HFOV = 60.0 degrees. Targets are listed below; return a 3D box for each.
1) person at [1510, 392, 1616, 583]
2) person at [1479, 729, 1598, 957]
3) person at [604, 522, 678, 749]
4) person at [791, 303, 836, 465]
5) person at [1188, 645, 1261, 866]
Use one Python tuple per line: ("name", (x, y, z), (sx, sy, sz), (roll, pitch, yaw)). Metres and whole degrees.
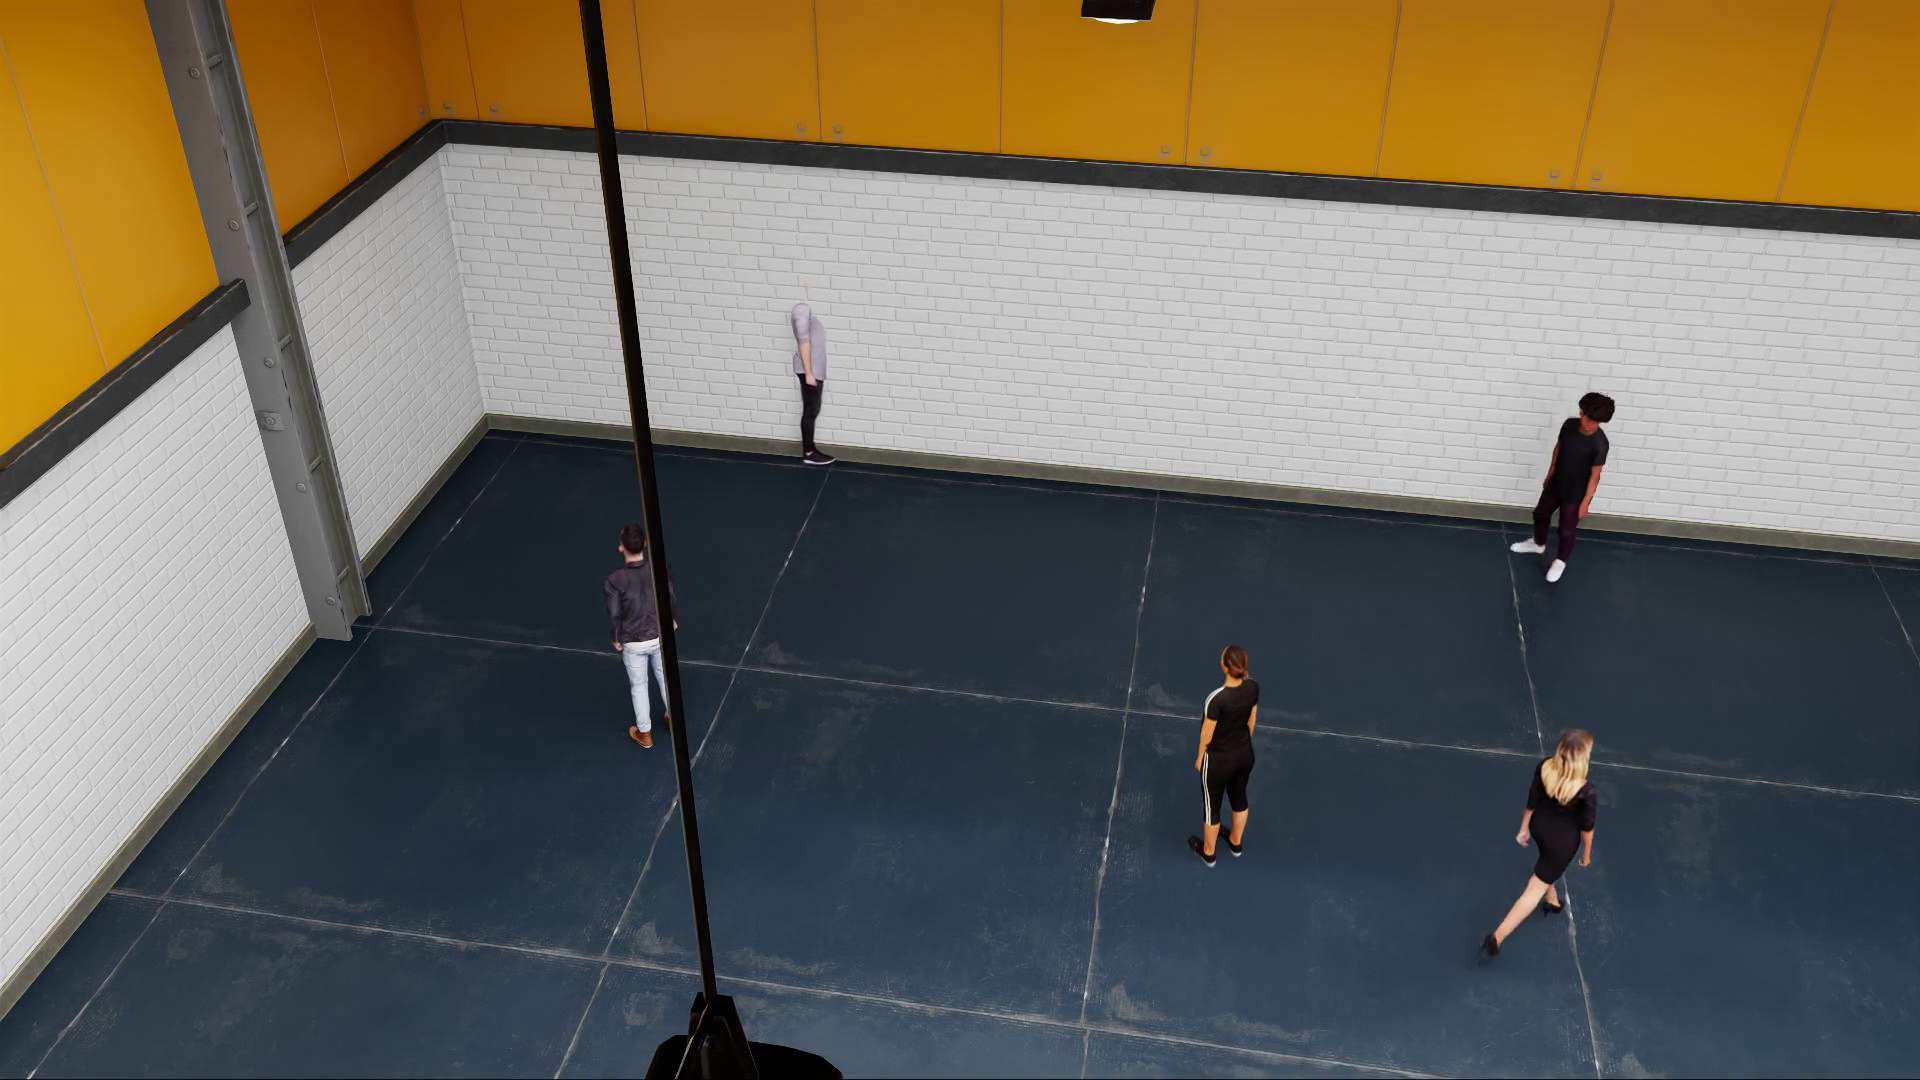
("person", (4.936, -0.461, 13.423), (0.962, 1.746, 0.827), (-7, 34, -10))
("person", (3.516, 1.864, 10.022), (1.082, 1.638, 1.037), (-20, 39, -28))
("person", (-2.203, 0.665, 11.647), (0.729, 1.837, 0.781), (-20, 38, -27))
("person", (-1.355, -1.582, 15.029), (0.763, 1.834, 0.570), (1, 34, 2))
("person", (1.730, 1.384, 10.718), (0.651, 1.668, 0.698), (-18, 38, -25))
